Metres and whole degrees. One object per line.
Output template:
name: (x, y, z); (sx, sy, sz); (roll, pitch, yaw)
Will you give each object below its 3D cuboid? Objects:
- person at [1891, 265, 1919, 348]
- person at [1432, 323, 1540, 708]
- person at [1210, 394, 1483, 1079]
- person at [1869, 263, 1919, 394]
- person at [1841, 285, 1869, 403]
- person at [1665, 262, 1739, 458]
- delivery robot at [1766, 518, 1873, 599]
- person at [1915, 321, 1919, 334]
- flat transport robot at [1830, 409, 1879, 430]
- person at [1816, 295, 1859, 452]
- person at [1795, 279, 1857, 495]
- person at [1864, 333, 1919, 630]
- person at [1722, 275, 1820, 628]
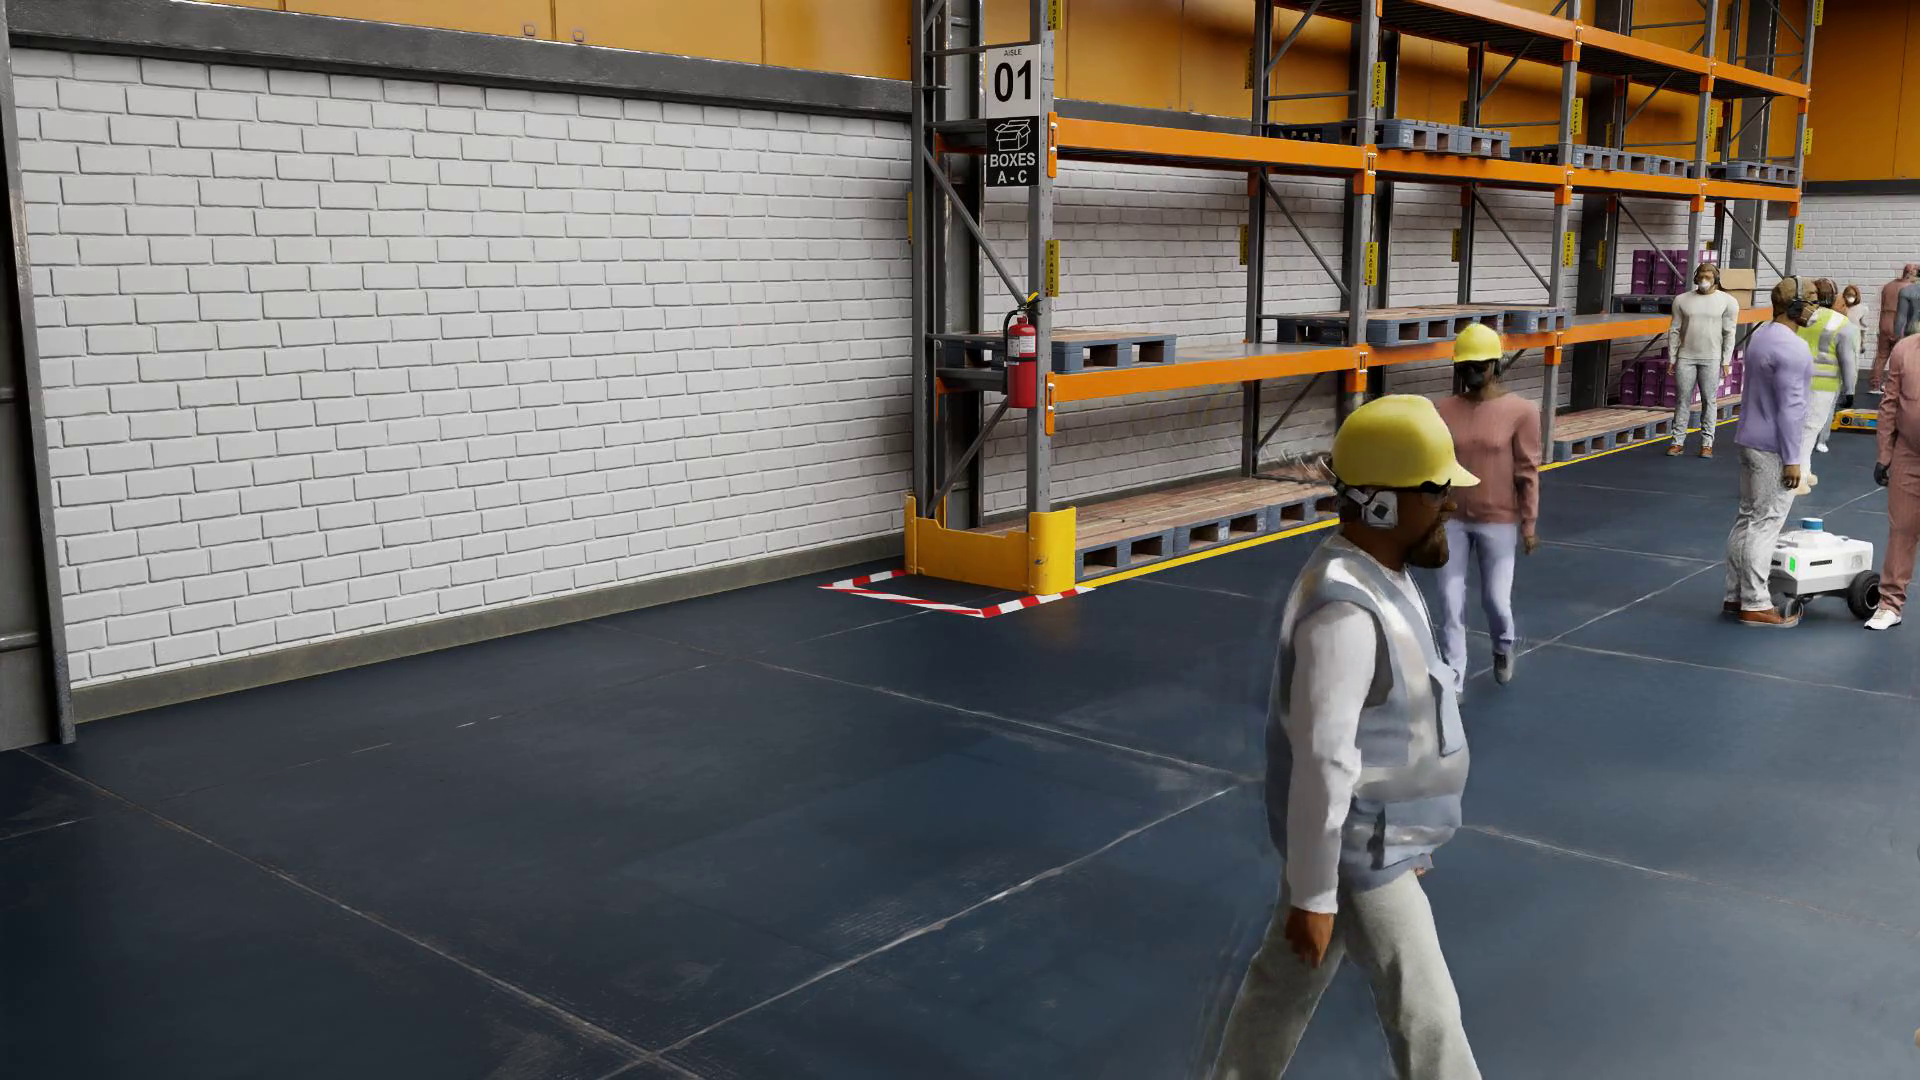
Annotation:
person: (12.165, -2.570, 21.049); (0.651, 1.920, 0.421); (2, 10, 10)
person: (2.333, -0.102, 7.485); (0.534, 1.745, 0.583); (6, 12, 31)
person: (0.896, 0.596, 3.409); (0.914, 1.781, 0.617); (3, 10, 16)
person: (13.151, -2.939, 23.343); (0.432, 1.867, 0.699); (-3, 10, -15)
person: (11.985, -2.660, 22.535); (0.515, 1.585, 0.727); (5, 11, 25)
person: (7.351, -1.784, 16.531); (0.632, 1.940, 0.372); (7, 12, 33)
delivery robot: (4.778, 0.120, 9.361); (0.707, 0.478, 0.477); (-5, 11, -25)
person: (9.061, -1.477, 15.271); (0.586, 1.775, 0.992); (3, 10, 18)
flat transport robot: (10.501, -1.330, 18.688); (1.431, 0.197, 0.652); (8, 13, 40)
person: (8.969, -1.718, 17.155); (0.532, 1.583, 0.876); (7, 12, 36)
person: (7.291, -1.296, 14.109); (0.828, 1.810, 0.651); (-7, 12, -35)
person: (5.226, -0.426, 8.884); (0.636, 1.911, 0.404); (9, 13, 40)
person: (4.473, -0.483, 9.170); (0.371, 1.932, 0.622); (2, 10, 11)
